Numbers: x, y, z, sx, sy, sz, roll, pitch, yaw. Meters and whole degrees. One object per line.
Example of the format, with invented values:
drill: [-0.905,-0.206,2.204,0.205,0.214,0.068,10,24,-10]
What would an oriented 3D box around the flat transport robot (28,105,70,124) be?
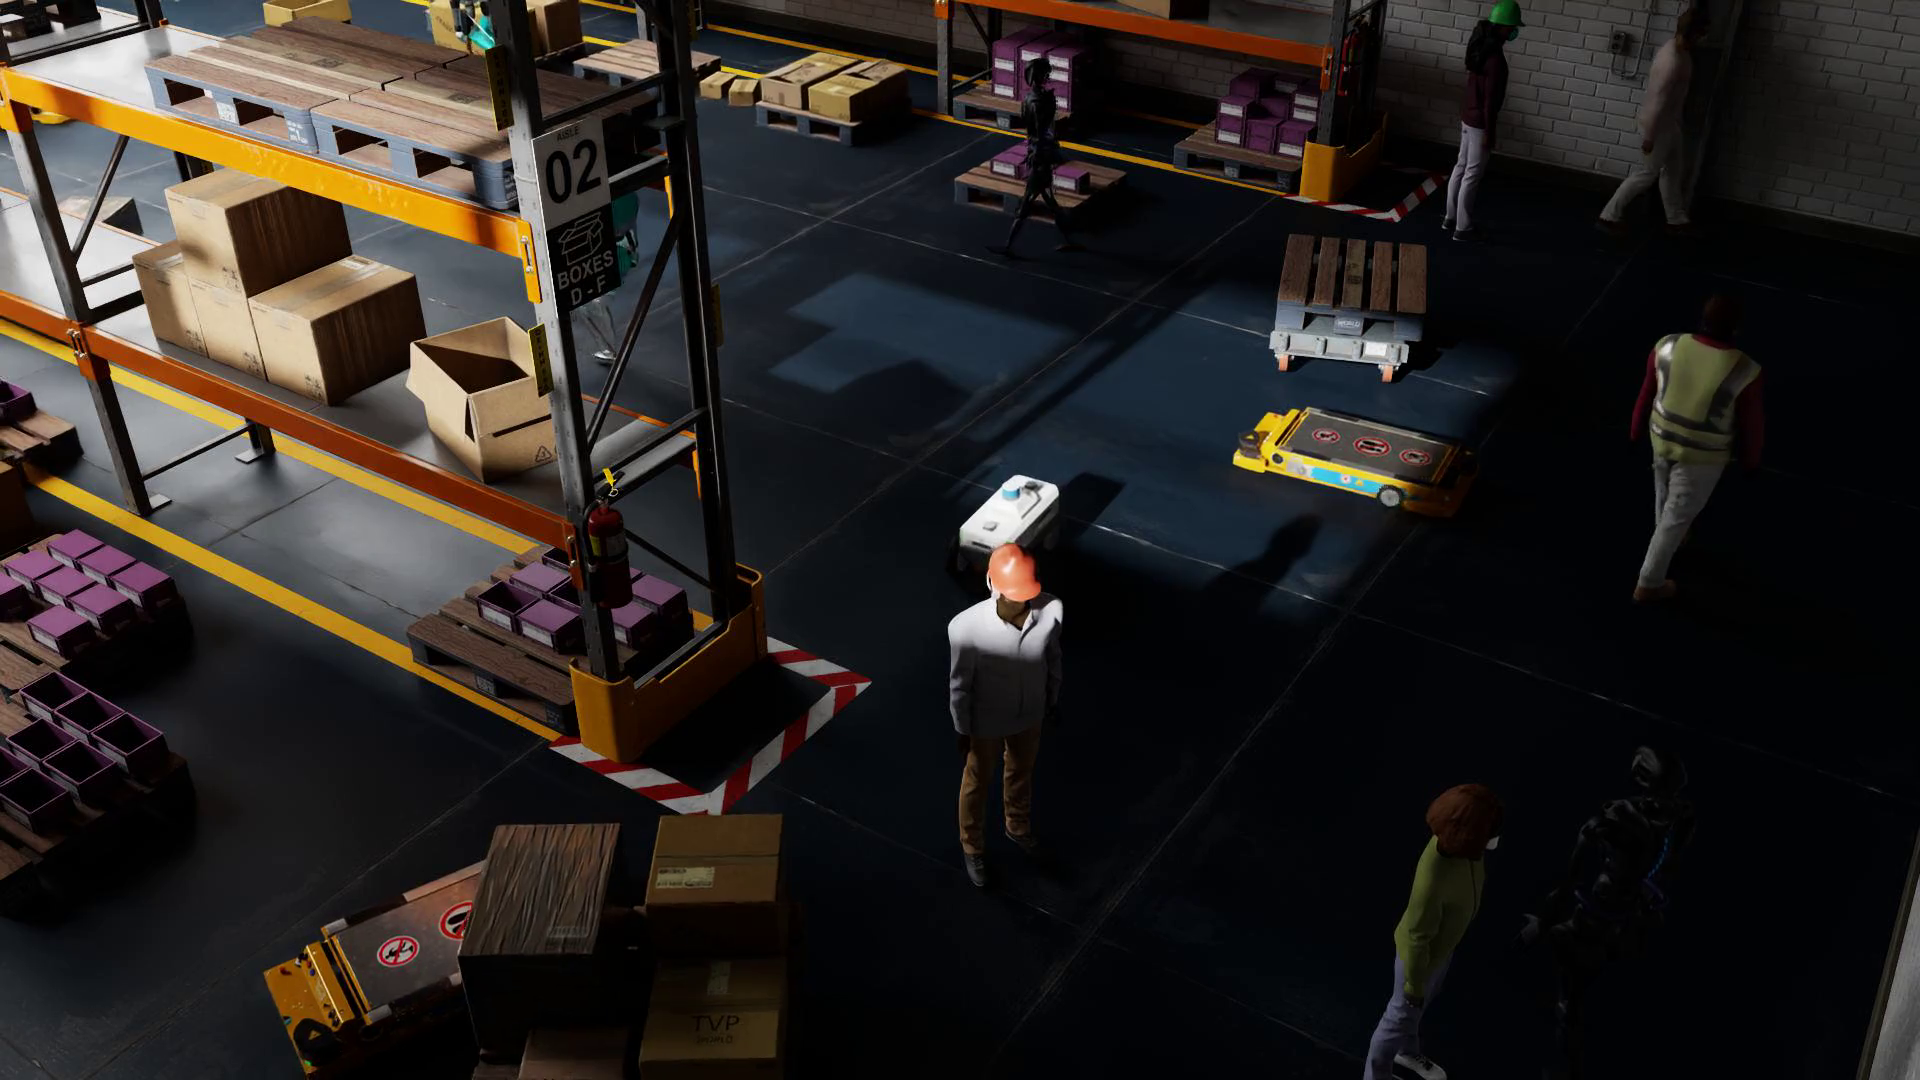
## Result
flat transport robot: [-9.452,-4.389,16.619,1.431,0.231,0.659,6,34,9]

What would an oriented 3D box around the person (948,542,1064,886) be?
person: [0.218,0.756,7.348,0.563,1.752,0.334,-16,36,-23]

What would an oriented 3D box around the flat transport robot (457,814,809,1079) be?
flat transport robot: [-1.231,2.095,6.653,0.659,0.231,1.431,-1,33,-1]

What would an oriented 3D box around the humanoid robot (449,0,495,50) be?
humanoid robot: [-4.599,-5.017,16.260,0.828,1.806,0.568,23,39,31]

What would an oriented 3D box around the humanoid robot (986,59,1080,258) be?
humanoid robot: [0.613,-3.048,13.307,0.790,1.622,0.587,-1,33,-2]

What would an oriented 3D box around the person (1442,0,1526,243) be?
person: [4.249,-3.413,13.581,0.424,1.949,0.489,-1,33,-1]

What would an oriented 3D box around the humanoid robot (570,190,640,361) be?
humanoid robot: [-2.556,-1.971,11.655,0.728,1.887,0.539,9,34,14]

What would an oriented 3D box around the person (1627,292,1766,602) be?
person: [4.139,-0.540,9.301,0.792,1.805,0.667,-23,39,-31]

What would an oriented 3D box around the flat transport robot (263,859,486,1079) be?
flat transport robot: [-2.188,1.758,7.171,1.431,0.231,0.659,-20,38,-28]

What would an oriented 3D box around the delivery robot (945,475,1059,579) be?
delivery robot: [0.286,-0.058,9.697,0.499,0.592,0.791,17,37,24]

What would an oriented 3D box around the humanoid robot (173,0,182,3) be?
humanoid robot: [-9.636,-7.240,19.682,0.818,1.790,0.550,26,41,34]

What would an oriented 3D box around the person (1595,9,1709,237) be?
person: [5.868,-3.364,13.579,0.867,1.881,0.662,14,36,21]

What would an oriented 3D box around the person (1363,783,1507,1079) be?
person: [1.783,1.538,6.265,0.283,1.624,0.492,20,38,28]

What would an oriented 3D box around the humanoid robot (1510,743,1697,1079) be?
humanoid robot: [2.433,1.428,6.410,0.614,1.639,0.616,-11,35,-17]

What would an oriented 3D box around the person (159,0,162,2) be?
person: [-9.722,-7.331,19.772,0.447,1.757,0.768,9,34,14]

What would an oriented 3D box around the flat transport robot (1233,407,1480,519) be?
flat transport robot: [2.548,-0.523,10.677,1.431,0.231,0.659,17,37,24]
